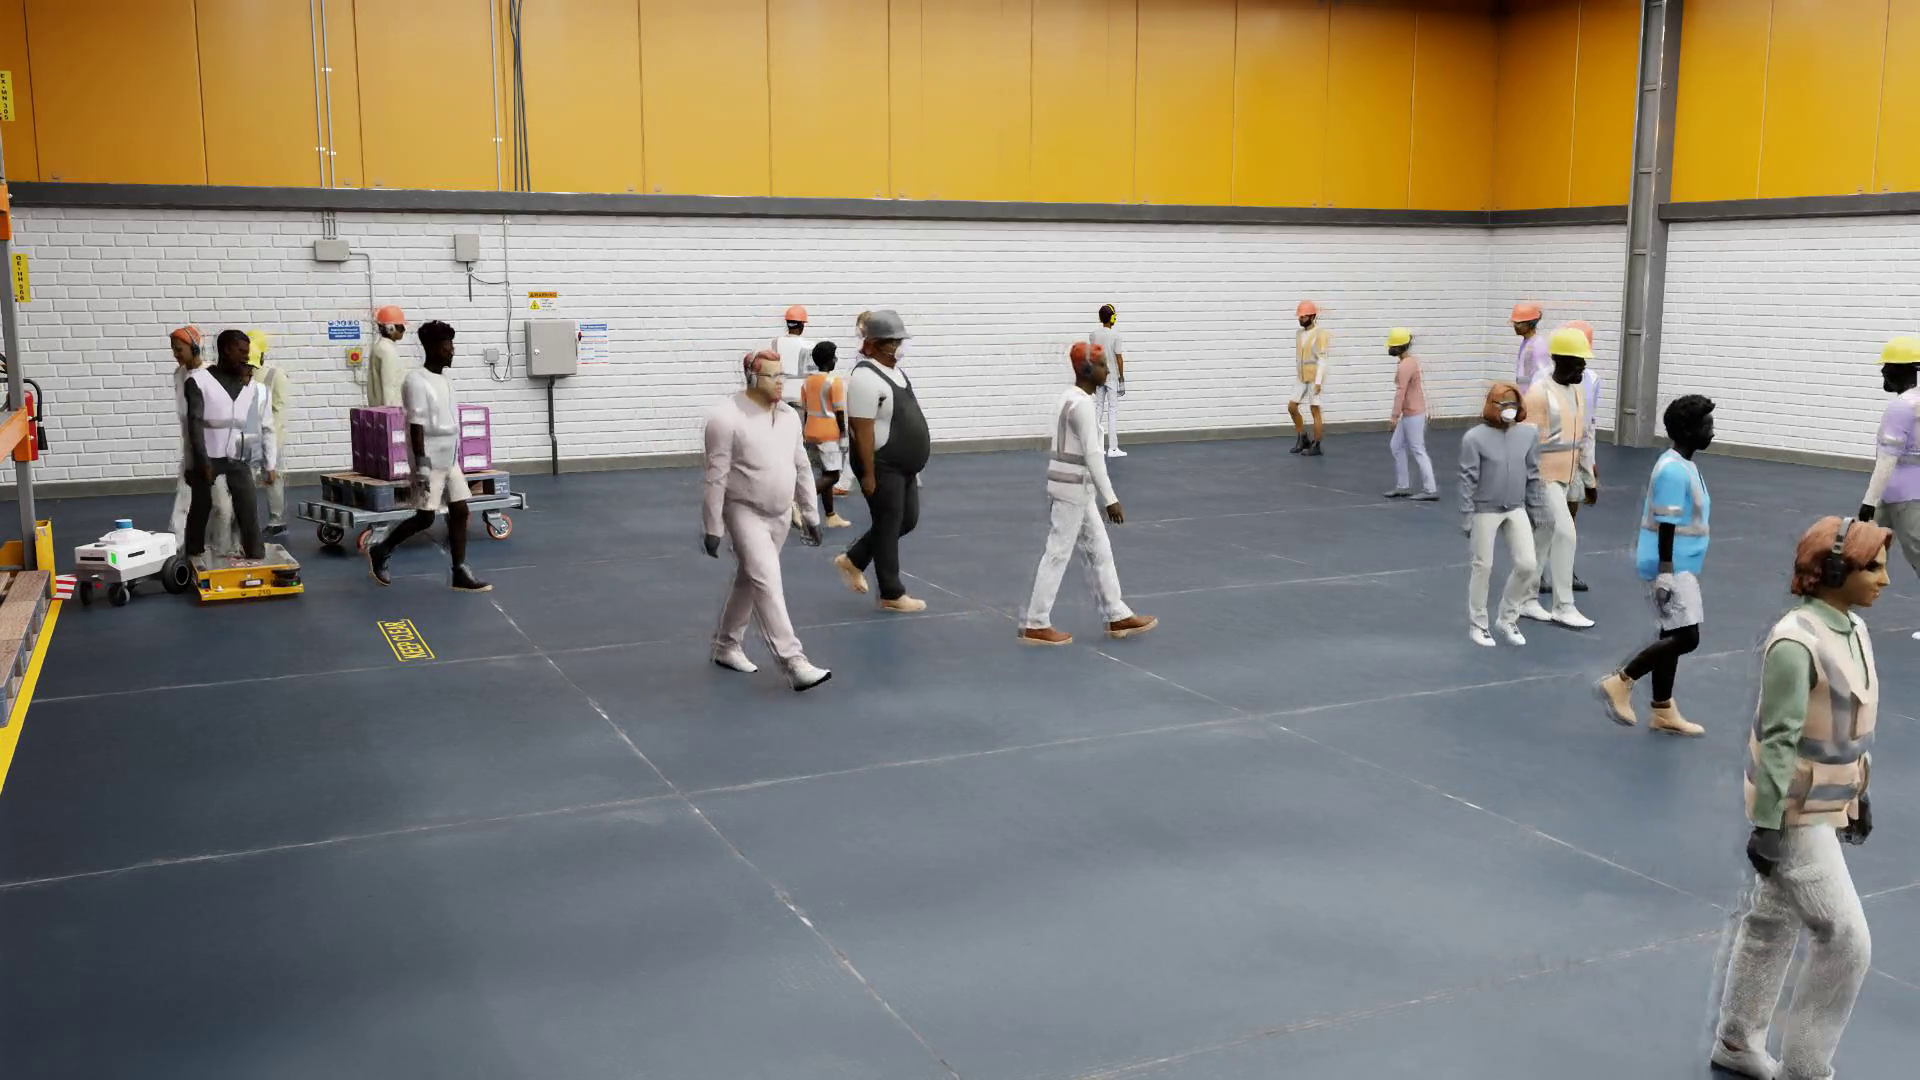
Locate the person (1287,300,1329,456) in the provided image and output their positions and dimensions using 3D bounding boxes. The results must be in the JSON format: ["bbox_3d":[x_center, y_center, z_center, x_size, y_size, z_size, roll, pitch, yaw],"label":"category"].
[{"bbox_3d":[4.286,-1.975,20.431,0.464,1.920,0.563,-6,11,-33],"label":"person"}]

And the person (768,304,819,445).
[{"bbox_3d":[-1.731,-1.505,17.496,0.561,1.923,0.409,3,10,17],"label":"person"}]

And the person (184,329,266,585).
[{"bbox_3d":[-5.240,-0.564,11.854,0.980,1.850,0.626,6,11,33],"label":"person"}]

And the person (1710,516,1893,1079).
[{"bbox_3d":[2.325,0.744,4.446,0.576,1.616,0.539,8,12,42],"label":"person"}]

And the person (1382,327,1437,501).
[{"bbox_3d":[4.440,-1.235,16.417,0.635,1.709,0.545,3,10,18],"label":"person"}]

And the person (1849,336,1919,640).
[{"bbox_3d":[5.807,-0.319,10.280,0.984,1.877,0.604,8,12,40],"label":"person"}]

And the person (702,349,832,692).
[{"bbox_3d":[-1.050,-0.121,9.131,1.045,1.844,0.663,7,11,36],"label":"person"}]

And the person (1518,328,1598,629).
[{"bbox_3d":[3.882,-0.386,10.582,0.619,1.900,0.751,-8,12,-42],"label":"person"}]

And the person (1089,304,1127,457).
[{"bbox_3d":[1.817,-1.955,20.426,0.513,1.877,0.328,7,12,39],"label":"person"}]

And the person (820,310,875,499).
[{"bbox_3d":[-0.868,-1.336,16.567,1.014,1.889,0.648,-4,10,-21],"label":"person"}]

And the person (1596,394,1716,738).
[{"bbox_3d":[3.424,0.131,8.043,0.415,1.683,0.552,5,11,29],"label":"person"}]

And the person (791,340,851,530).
[{"bbox_3d":[-1.233,-0.891,14.410,0.665,1.678,0.535,-7,11,-36],"label":"person"}]

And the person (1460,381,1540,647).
[{"bbox_3d":[3.247,-0.146,9.982,0.539,1.615,0.442,-1,9,-9],"label":"person"}]

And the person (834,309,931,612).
[{"bbox_3d":[-0.517,-0.533,11.089,0.644,2.000,0.698,2,9,14],"label":"person"}]

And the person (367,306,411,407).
[{"bbox_3d":[-5.253,-1.211,15.578,1.011,1.939,0.637,-6,11,-31],"label":"person"}]

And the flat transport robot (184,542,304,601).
[{"bbox_3d":[-5.174,0.208,11.967,0.652,0.197,1.431,-5,10,-29],"label":"flat transport robot"}]

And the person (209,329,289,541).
[{"bbox_3d":[-5.917,-0.852,13.853,0.604,1.785,0.850,1,9,8],"label":"person"}]

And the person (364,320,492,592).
[{"bbox_3d":[-3.767,-0.576,11.678,0.800,1.939,0.618,2,9,13],"label":"person"}]

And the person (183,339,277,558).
[{"bbox_3d":[-5.213,-0.551,11.975,0.605,1.794,0.624,9,13,43],"label":"person"}]

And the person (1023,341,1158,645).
[{"bbox_3d":[0.808,-0.268,10.053,0.923,1.842,0.590,0,9,2],"label":"person"}]

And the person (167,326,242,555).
[{"bbox_3d":[-5.918,-0.732,12.937,0.620,1.829,0.978,4,10,25],"label":"person"}]

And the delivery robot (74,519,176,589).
[{"bbox_3d":[-5.748,0.101,11.464,0.477,0.478,0.707,1,9,10],"label":"delivery robot"}]

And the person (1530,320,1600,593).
[{"bbox_3d":[4.278,-0.584,11.751,0.542,1.930,0.374,-3,10,-16],"label":"person"}]

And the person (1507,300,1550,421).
[{"bbox_3d":[5.778,-1.373,16.492,0.986,2.001,0.655,1,9,4],"label":"person"}]
